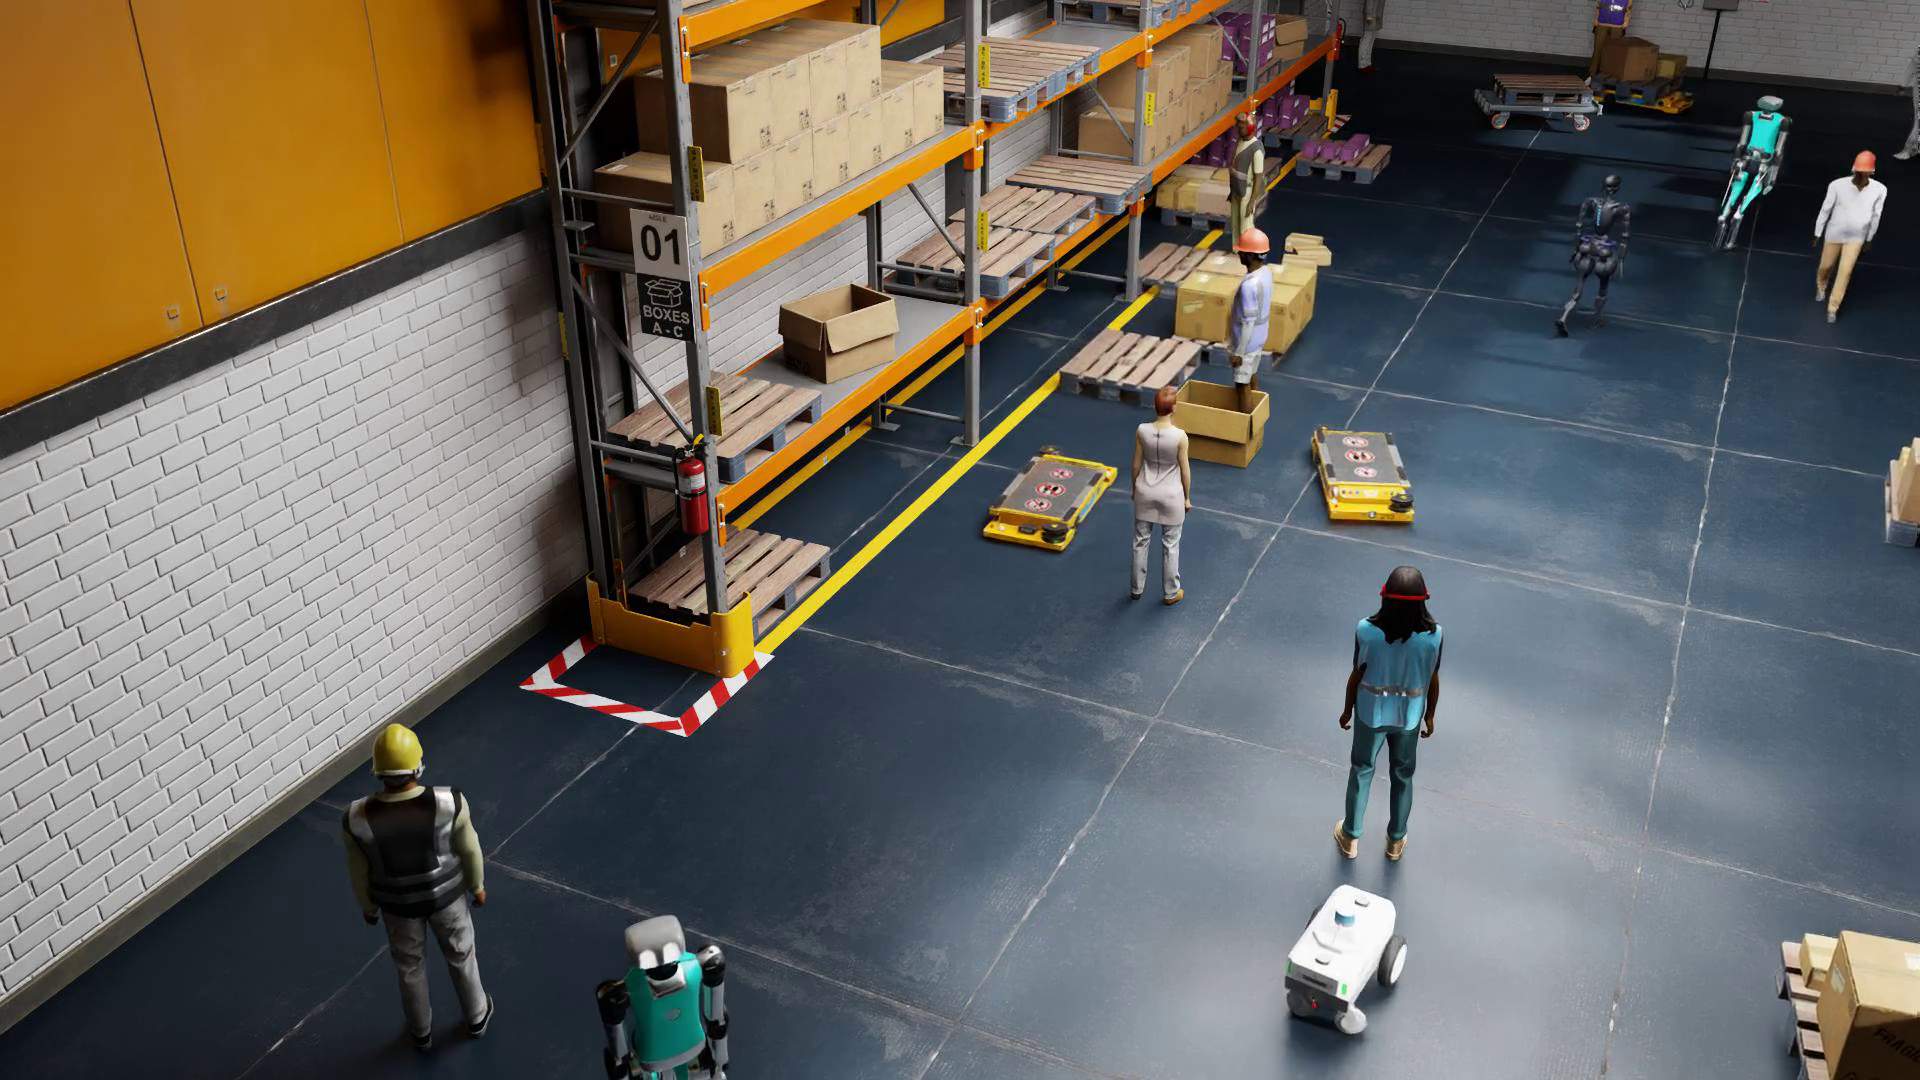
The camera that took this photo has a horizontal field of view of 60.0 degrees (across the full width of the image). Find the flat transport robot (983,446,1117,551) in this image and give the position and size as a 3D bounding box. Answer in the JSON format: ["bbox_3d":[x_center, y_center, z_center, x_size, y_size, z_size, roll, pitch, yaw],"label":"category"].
[{"bbox_3d":[0.743,-0.345,13.368,0.659,0.231,1.431,11,30,19],"label":"flat transport robot"}]

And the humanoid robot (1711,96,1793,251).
[{"bbox_3d":[8.823,-3.991,18.704,0.746,1.891,0.530,-25,37,-38],"label":"humanoid robot"}]

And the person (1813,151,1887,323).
[{"bbox_3d":[9.087,-3.167,17.068,0.570,1.722,0.780,12,31,22],"label":"person"}]

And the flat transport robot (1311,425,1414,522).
[{"bbox_3d":[3.315,-0.559,13.766,0.659,0.231,1.431,2,28,4],"label":"flat transport robot"}]

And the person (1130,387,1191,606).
[{"bbox_3d":[1.426,-0.309,11.835,0.441,1.656,0.286,12,30,20],"label":"person"}]

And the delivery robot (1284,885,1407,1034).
[{"bbox_3d":[1.965,2.110,8.524,0.511,0.603,0.775,18,33,29],"label":"delivery robot"}]

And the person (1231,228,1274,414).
[{"bbox_3d":[2.426,-1.702,14.129,0.354,1.937,0.550,12,30,21],"label":"person"}]

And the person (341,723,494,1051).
[{"bbox_3d":[-2.584,1.670,7.984,0.600,1.830,0.404,-8,29,-15],"label":"person"}]

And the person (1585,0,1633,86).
[{"bbox_3d":[10.127,-8.030,25.867,0.532,1.932,0.409,15,32,26],"label":"person"}]

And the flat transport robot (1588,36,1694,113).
[{"bbox_3d":[10.268,-6.707,25.165,1.431,0.231,0.659,22,35,35],"label":"flat transport robot"}]

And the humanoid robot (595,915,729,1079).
[{"bbox_3d":[-1.311,2.193,7.150,0.541,1.736,1.058,-15,32,-25],"label":"humanoid robot"}]

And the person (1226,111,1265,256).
[{"bbox_3d":[3.074,-3.710,17.955,0.390,1.837,0.562,-7,29,-13],"label":"person"}]

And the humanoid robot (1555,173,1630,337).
[{"bbox_3d":[6.301,-2.831,16.544,0.752,1.635,0.602,-24,37,-37],"label":"humanoid robot"}]

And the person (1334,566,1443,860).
[{"bbox_3d":[2.380,0.979,9.232,0.519,1.866,0.391,4,29,7],"label":"person"}]

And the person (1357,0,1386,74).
[{"bbox_3d":[6.677,-8.480,26.807,0.365,1.834,0.503,19,34,31],"label":"person"}]

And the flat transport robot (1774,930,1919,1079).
[{"bbox_3d":[4.582,2.552,7.995,0.659,0.231,1.431,8,29,15],"label":"flat transport robot"}]

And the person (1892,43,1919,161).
[{"bbox_3d":[12.829,-6.021,22.197,0.808,1.878,0.665,-10,30,-18],"label":"person"}]
